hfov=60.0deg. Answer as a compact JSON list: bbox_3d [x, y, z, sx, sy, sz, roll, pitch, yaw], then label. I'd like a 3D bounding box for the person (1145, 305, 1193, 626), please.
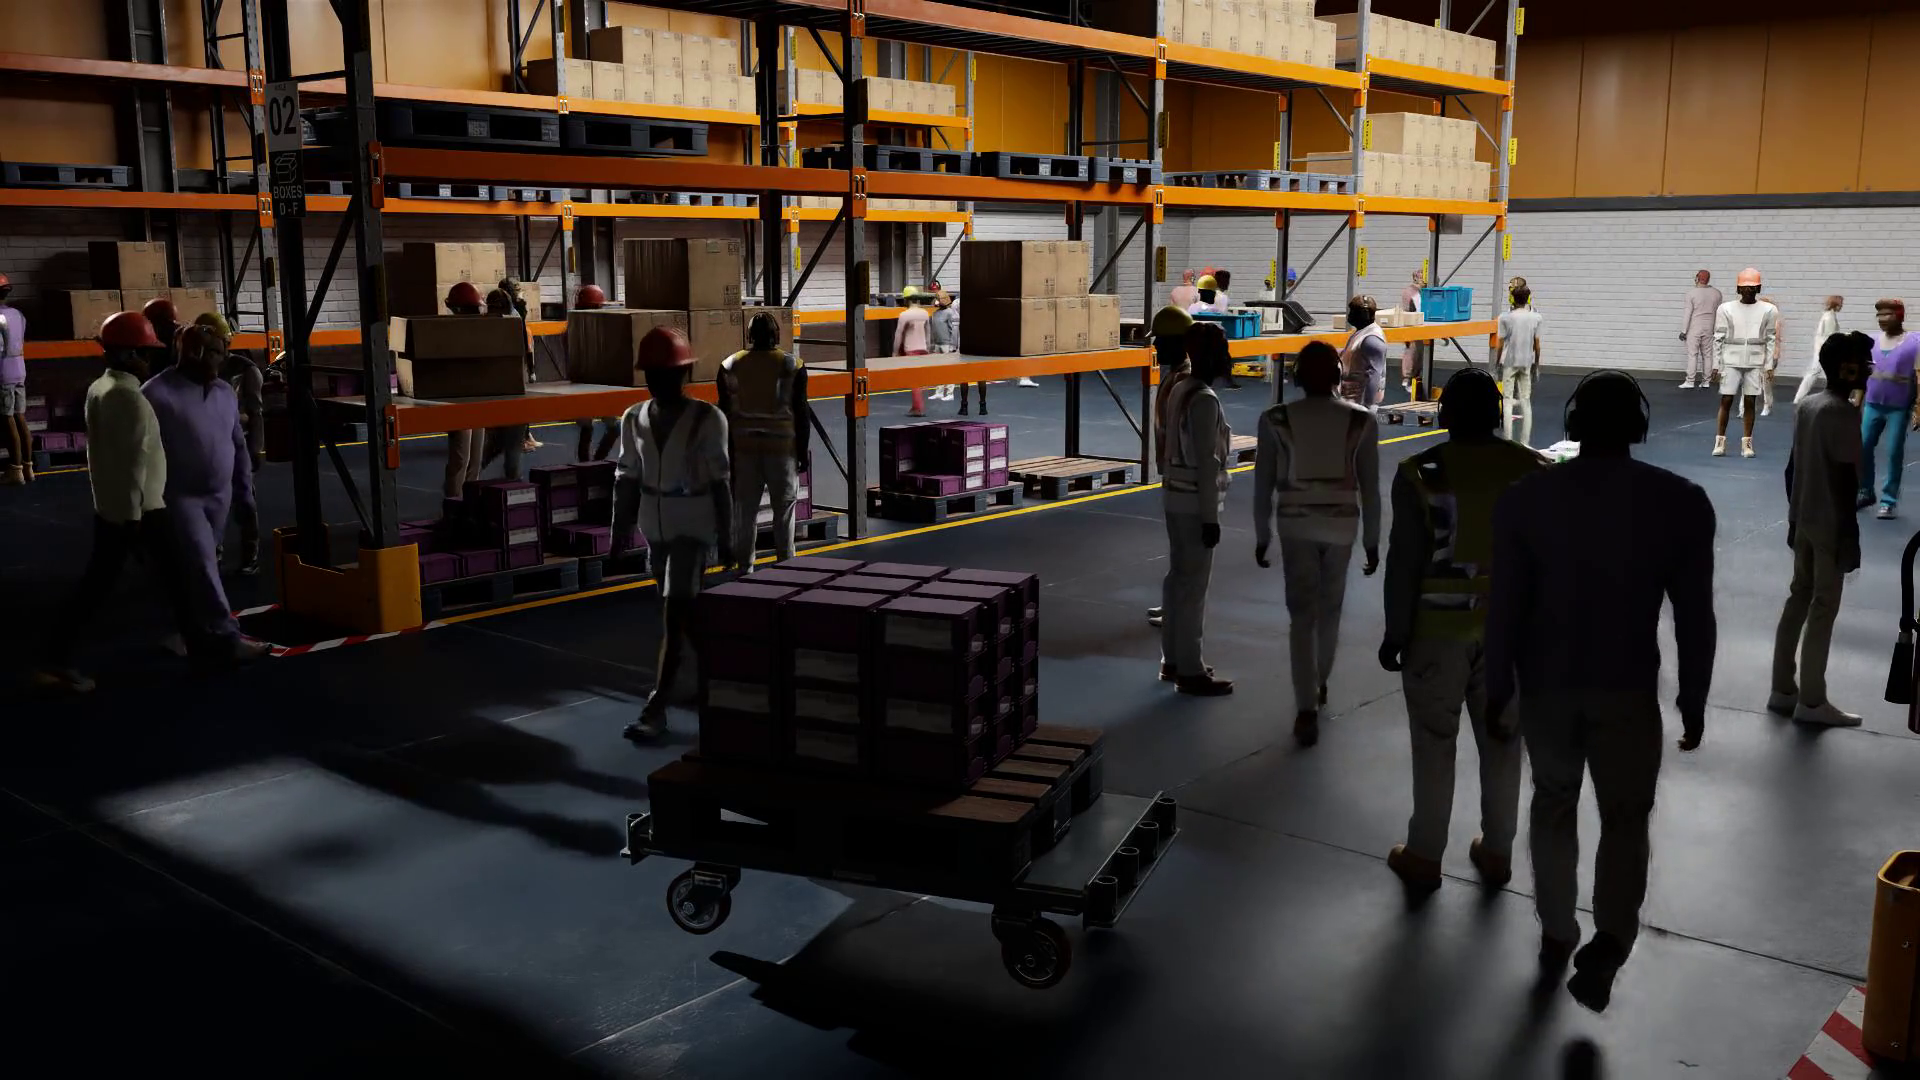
[{"bbox_3d":[1.289,-0.437,9.961,0.392,1.919,0.581,0,10,-1],"label":"person"}]

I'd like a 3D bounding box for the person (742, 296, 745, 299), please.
[{"bbox_3d":[-2.716,-2.117,19.752,0.403,1.830,0.601,1,10,4],"label":"person"}]

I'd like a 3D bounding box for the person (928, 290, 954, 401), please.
[{"bbox_3d":[-0.254,-2.884,24.684,0.286,1.633,0.500,-8,13,-37],"label":"person"}]

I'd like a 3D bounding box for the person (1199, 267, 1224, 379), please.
[{"bbox_3d":[4.308,-3.757,28.799,0.376,1.934,0.548,-7,12,-33],"label":"person"}]

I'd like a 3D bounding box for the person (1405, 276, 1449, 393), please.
[{"bbox_3d":[7.161,-3.140,25.571,0.587,1.851,1.081,-3,10,-16],"label":"person"}]

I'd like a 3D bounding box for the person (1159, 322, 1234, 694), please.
[{"bbox_3d":[1.207,-0.164,8.487,0.349,1.882,0.577,-1,10,-7],"label":"person"}]

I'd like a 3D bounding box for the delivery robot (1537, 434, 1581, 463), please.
[{"bbox_3d":[5.570,-0.731,15.233,0.707,0.478,0.477,-8,13,-38],"label":"delivery robot"}]

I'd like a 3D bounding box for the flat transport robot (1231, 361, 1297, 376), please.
[{"bbox_3d":[5.411,-3.057,29.549,1.431,0.197,0.652,-9,13,-41],"label":"flat transport robot"}]

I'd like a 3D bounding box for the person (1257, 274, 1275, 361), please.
[{"bbox_3d":[5.822,-4.117,31.330,0.526,1.769,0.329,8,13,38],"label":"person"}]

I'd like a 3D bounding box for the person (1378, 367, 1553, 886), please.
[{"bbox_3d":[1.782,0.310,5.913,0.634,1.839,0.429,-2,10,-10],"label":"person"}]

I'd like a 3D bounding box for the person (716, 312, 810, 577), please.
[{"bbox_3d":[-1.301,-0.600,11.123,0.625,1.836,0.429,2,10,9],"label":"person"}]

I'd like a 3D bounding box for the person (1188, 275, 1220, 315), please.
[{"bbox_3d":[2.944,-2.233,20.143,0.386,1.928,0.589,-4,11,-20],"label":"person"}]

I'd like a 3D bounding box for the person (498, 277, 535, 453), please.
[{"bbox_3d":[-4.969,-1.934,18.408,0.372,1.940,0.630,-5,11,-26],"label":"person"}]

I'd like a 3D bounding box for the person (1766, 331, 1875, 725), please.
[{"bbox_3d":[4.130,-0.060,7.939,0.310,1.868,0.533,0,10,-3],"label":"person"}]

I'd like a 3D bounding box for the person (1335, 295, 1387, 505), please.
[{"bbox_3d":[3.526,-1.232,14.693,0.429,1.844,0.626,0,10,-1],"label":"person"}]

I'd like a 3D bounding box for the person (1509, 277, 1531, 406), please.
[{"bbox_3d":[8.002,-2.845,23.867,0.327,1.841,0.511,1,10,8],"label":"person"}]

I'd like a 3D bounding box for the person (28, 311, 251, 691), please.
[{"bbox_3d":[-4.290,-0.196,8.514,0.601,1.949,1.033,9,13,40],"label":"person"}]

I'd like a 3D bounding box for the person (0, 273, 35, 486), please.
[{"bbox_3d":[-9.124,-1.537,15.852,0.374,2.044,0.606,-1,10,-6],"label":"person"}]

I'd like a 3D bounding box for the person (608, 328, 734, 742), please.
[{"bbox_3d":[-1.357,-0.060,7.898,0.564,1.889,0.993,4,11,22],"label":"person"}]

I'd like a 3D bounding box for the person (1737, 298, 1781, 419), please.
[{"bbox_3d":[10.696,-2.432,22.211,0.528,1.599,0.844,9,14,42],"label":"person"}]

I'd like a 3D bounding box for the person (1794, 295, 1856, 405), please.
[{"bbox_3d":[12.379,-2.684,23.674,0.876,1.580,0.528,4,11,22],"label":"person"}]

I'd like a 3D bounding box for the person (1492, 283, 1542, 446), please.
[{"bbox_3d":[6.224,-1.929,18.588,0.530,1.870,0.315,0,10,-2],"label":"person"}]

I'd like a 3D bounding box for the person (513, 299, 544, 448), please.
[{"bbox_3d":[-4.970,-1.877,18.777,0.535,1.697,0.318,8,13,39],"label":"person"}]

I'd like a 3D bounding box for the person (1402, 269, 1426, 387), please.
[{"bbox_3d":[7.442,-3.436,27.047,0.406,1.911,0.639,9,13,41],"label":"person"}]

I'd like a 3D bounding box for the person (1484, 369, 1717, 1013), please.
[{"bbox_3d":[1.888,0.450,4.955,0.659,1.907,0.806,4,11,23],"label":"person"}]

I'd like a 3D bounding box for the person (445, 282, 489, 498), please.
[{"bbox_3d":[-3.824,-1.000,12.932,0.396,1.992,0.622,1,10,8],"label":"person"}]

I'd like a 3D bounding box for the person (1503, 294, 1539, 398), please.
[{"bbox_3d":[8.345,-2.900,24.748,0.514,1.645,0.309,-1,10,-8],"label":"person"}]

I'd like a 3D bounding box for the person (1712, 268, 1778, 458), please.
[{"bbox_3d":[8.443,-1.901,17.928,0.615,2.041,0.392,4,11,20],"label":"person"}]

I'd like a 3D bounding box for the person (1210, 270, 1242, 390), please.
[{"bbox_3d":[4.014,-3.319,26.355,0.974,1.928,0.608,-5,11,-26],"label":"person"}]

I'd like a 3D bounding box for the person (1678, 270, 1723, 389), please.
[{"bbox_3d":[11.881,-3.383,26.749,0.639,1.910,0.407,-2,10,-9],"label":"person"}]

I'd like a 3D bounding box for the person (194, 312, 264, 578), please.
[{"bbox_3d":[-5.068,-0.645,11.404,0.586,1.822,0.404,1,10,7],"label":"person"}]

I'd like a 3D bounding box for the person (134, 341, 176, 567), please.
[{"bbox_3d":[-5.714,-0.635,11.784,0.534,1.665,0.719,3,10,15],"label":"person"}]

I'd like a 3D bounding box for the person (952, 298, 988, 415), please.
[{"bbox_3d":[0.154,-2.644,22.478,0.542,1.929,0.374,-1,10,-5],"label":"person"}]

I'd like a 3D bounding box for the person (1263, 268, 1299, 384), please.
[{"bbox_3d":[5.370,-3.565,27.767,0.453,1.929,0.763,-1,10,-8],"label":"person"}]

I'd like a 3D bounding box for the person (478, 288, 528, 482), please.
[{"bbox_3d":[-3.942,-1.174,14.134,0.641,1.921,0.637,7,12,36],"label":"person"}]

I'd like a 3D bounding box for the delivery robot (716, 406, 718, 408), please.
[{"bbox_3d":[-2.910,-1.674,20.598,0.477,0.478,0.707,-8,13,-37],"label":"delivery robot"}]

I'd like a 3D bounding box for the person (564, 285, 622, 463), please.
[{"bbox_3d":[-3.341,-1.356,15.165,0.570,1.922,0.404,7,12,35],"label":"person"}]

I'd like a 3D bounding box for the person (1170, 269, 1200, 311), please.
[{"bbox_3d":[3.821,-3.563,27.762,0.643,1.913,0.410,8,13,40],"label":"person"}]

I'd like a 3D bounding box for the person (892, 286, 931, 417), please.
[{"bbox_3d":[-0.650,-2.524,22.305,0.551,1.737,0.549,9,14,43],"label":"person"}]

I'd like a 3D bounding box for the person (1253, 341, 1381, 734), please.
[{"bbox_3d":[1.693,-0.027,7.918,0.592,1.824,0.964,1,10,6],"label":"person"}]

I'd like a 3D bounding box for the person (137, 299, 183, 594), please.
[{"bbox_3d":[-4.994,-0.548,10.541,0.654,1.926,1.055,-6,11,-30],"label":"person"}]

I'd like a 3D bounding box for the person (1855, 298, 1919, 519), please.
[{"bbox_3d":[7.820,-1.099,13.971,0.478,1.831,0.672,-5,11,-28],"label":"person"}]

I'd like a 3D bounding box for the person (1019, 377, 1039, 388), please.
[{"bbox_3d":[1.198,-3.398,27.056,0.451,1.829,0.603,0,10,-1],"label":"person"}]

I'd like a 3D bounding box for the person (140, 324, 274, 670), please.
[{"bbox_3d":[-4.088,-0.231,8.990,1.004,1.841,0.684,5,11,25],"label":"person"}]
